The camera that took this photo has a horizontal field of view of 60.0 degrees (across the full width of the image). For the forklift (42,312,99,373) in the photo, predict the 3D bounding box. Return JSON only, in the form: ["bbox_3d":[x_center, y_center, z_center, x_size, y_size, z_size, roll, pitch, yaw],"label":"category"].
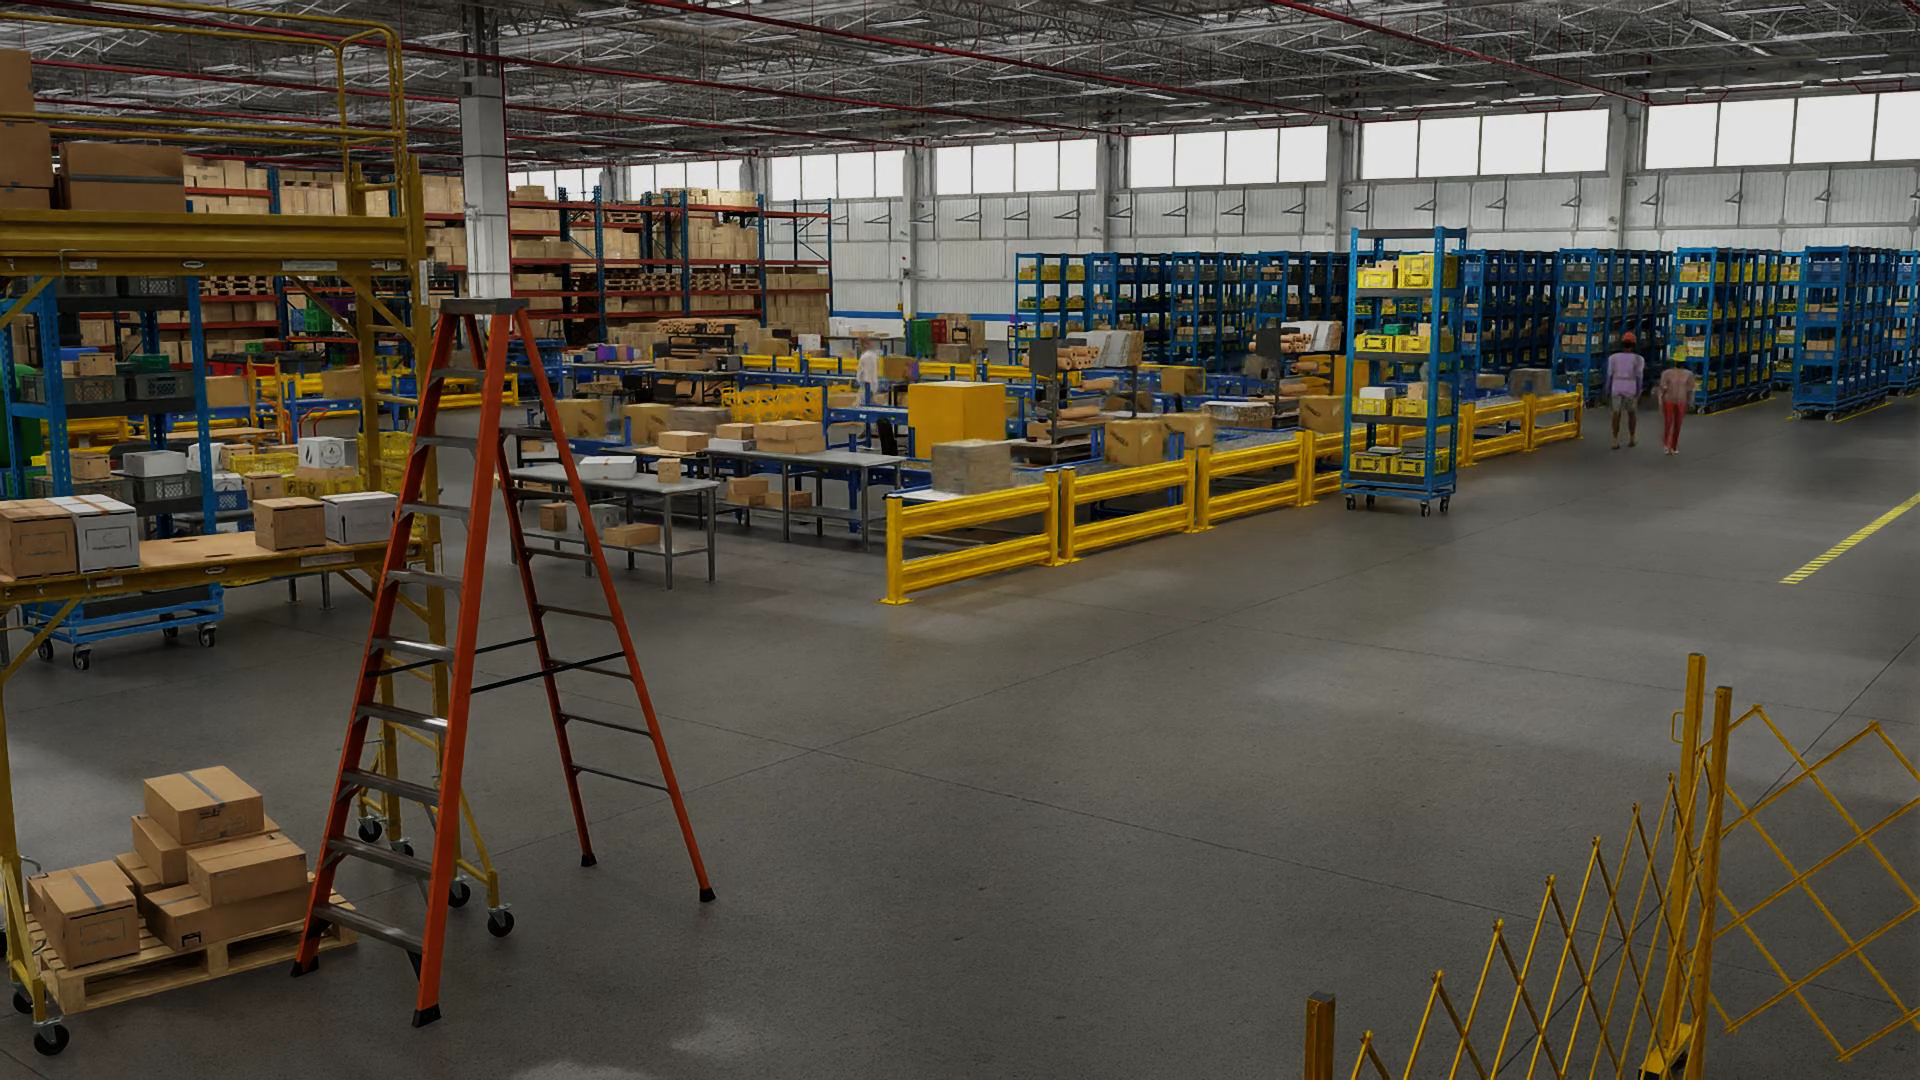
[{"bbox_3d":[-23.779,-5.451,44.052,1.873,2.768,1.129,7,11,36],"label":"forklift"}]

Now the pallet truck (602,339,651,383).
[{"bbox_3d":[-8.991,-4.871,45.351,0.653,1.274,1.630,7,11,37],"label":"pallet truck"}]

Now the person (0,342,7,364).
[{"bbox_3d":[-25.237,-4.856,43.461,0.492,1.885,0.653,4,10,24],"label":"person"}]

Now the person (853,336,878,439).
[{"bbox_3d":[-1.746,-2.805,30.638,0.534,1.884,0.635,2,9,11],"label":"person"}]

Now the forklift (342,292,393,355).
[{"bbox_3d":[-16.485,-5.622,45.120,1.129,2.768,1.873,7,11,37],"label":"forklift"}]

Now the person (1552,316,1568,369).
[{"bbox_3d":[17.321,-5.634,48.022,0.486,1.966,0.660,-7,11,-37],"label":"person"}]

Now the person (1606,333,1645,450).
[{"bbox_3d":[11.561,-2.582,28.920,0.629,1.990,1.041,5,10,29],"label":"person"}]

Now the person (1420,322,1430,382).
[{"bbox_3d":[11.622,-4.540,41.642,0.404,1.831,0.598,4,10,24],"label":"person"}]

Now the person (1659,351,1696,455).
[{"bbox_3d":[12.003,-2.280,27.801,0.542,1.738,0.751,1,9,6],"label":"person"}]

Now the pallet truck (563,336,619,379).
[{"bbox_3d":[-10.690,-5.294,48.215,1.601,1.201,0.680,-5,10,-26],"label":"pallet truck"}]
